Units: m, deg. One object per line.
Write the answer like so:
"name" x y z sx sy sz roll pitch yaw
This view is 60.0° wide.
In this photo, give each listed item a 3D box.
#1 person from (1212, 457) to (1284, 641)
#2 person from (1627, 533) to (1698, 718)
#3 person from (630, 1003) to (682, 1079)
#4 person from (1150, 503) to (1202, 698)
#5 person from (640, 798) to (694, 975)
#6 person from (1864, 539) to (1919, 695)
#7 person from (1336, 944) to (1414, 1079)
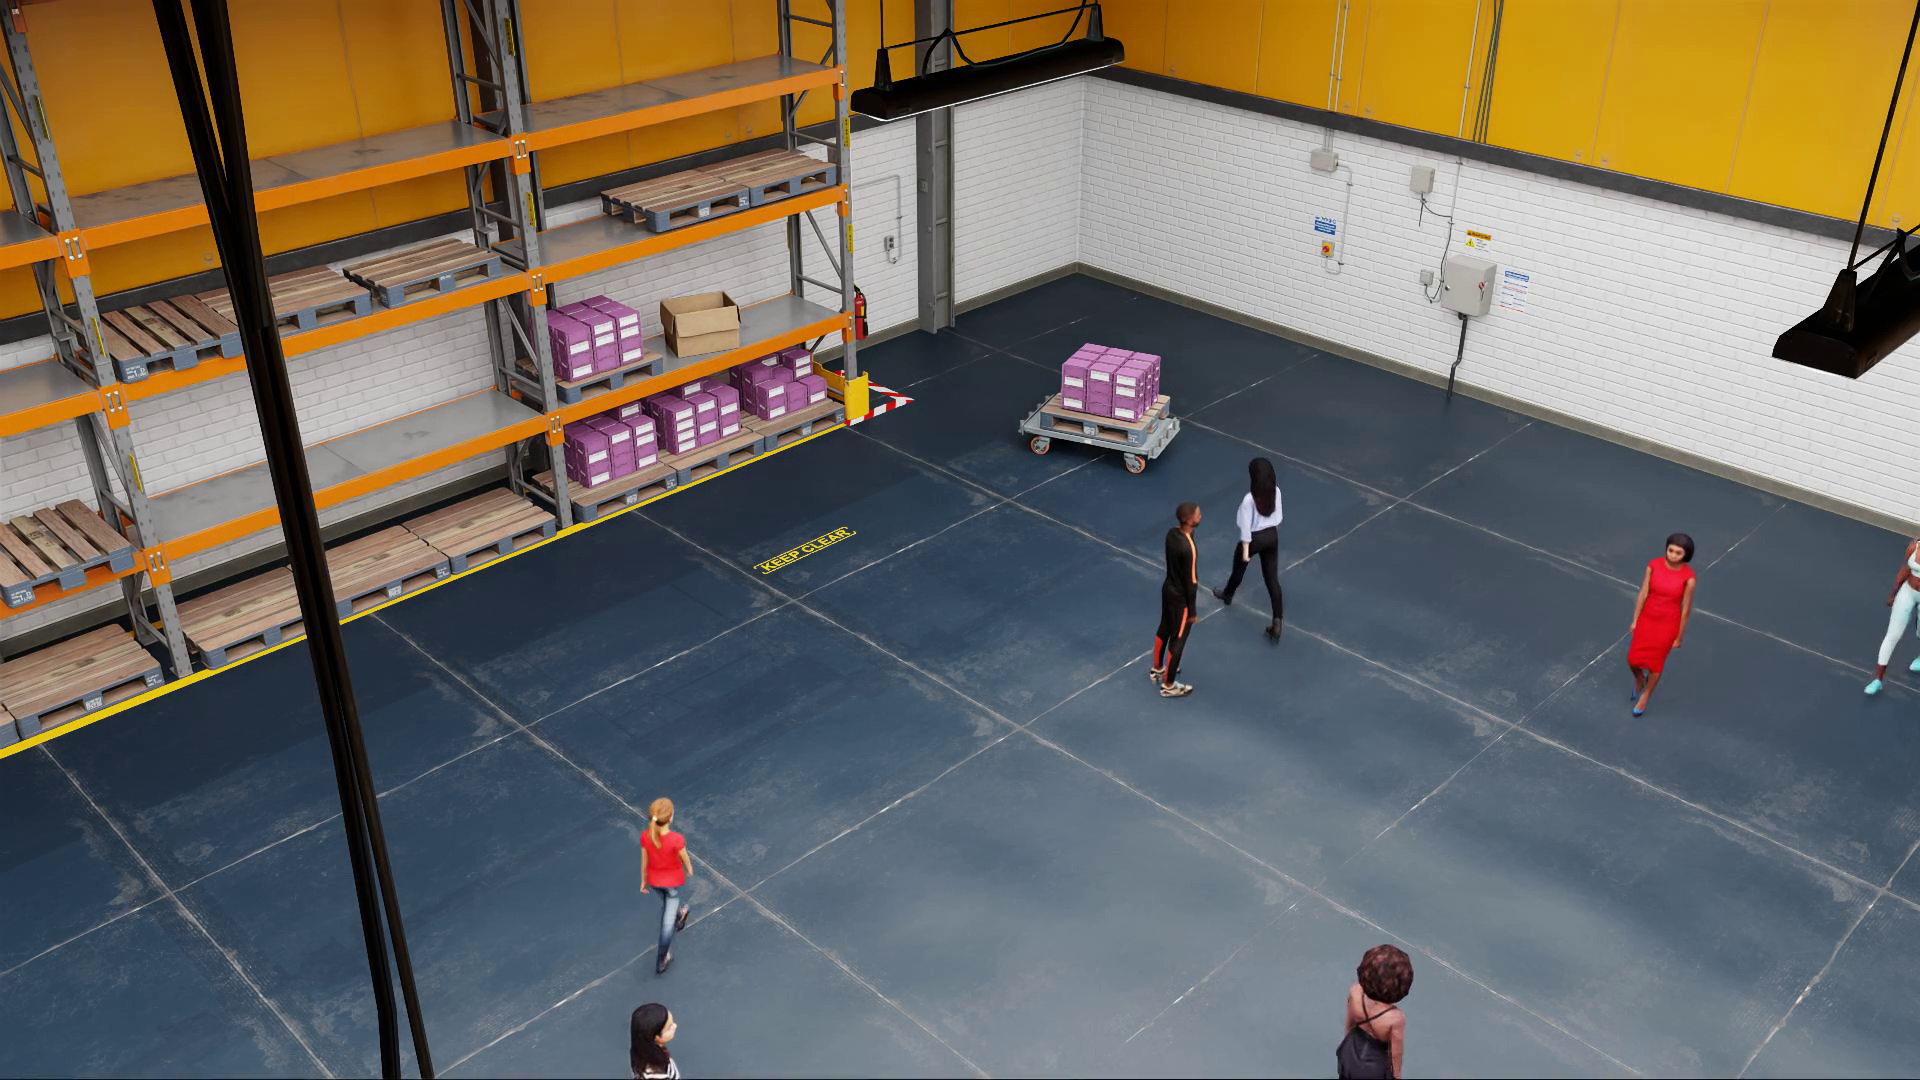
"person" 2.774 0.112 15.131 1.196 1.683 0.946 -14 32 -24
"person" 5.918 0.689 14.020 0.623 1.735 0.657 21 35 34
"person" -1.662 3.271 9.224 0.618 1.794 0.658 -14 31 -24
"person" 1.867 0.491 14.310 0.707 1.805 0.700 -7 29 -13
"person" -2.031 2.389 11.381 0.721 1.277 0.927 8 30 15
"person" 8.330 0.520 14.380 1.155 1.687 0.671 -20 34 -32
"person" 2.300 3.080 9.593 0.857 1.776 0.558 -25 37 -37
